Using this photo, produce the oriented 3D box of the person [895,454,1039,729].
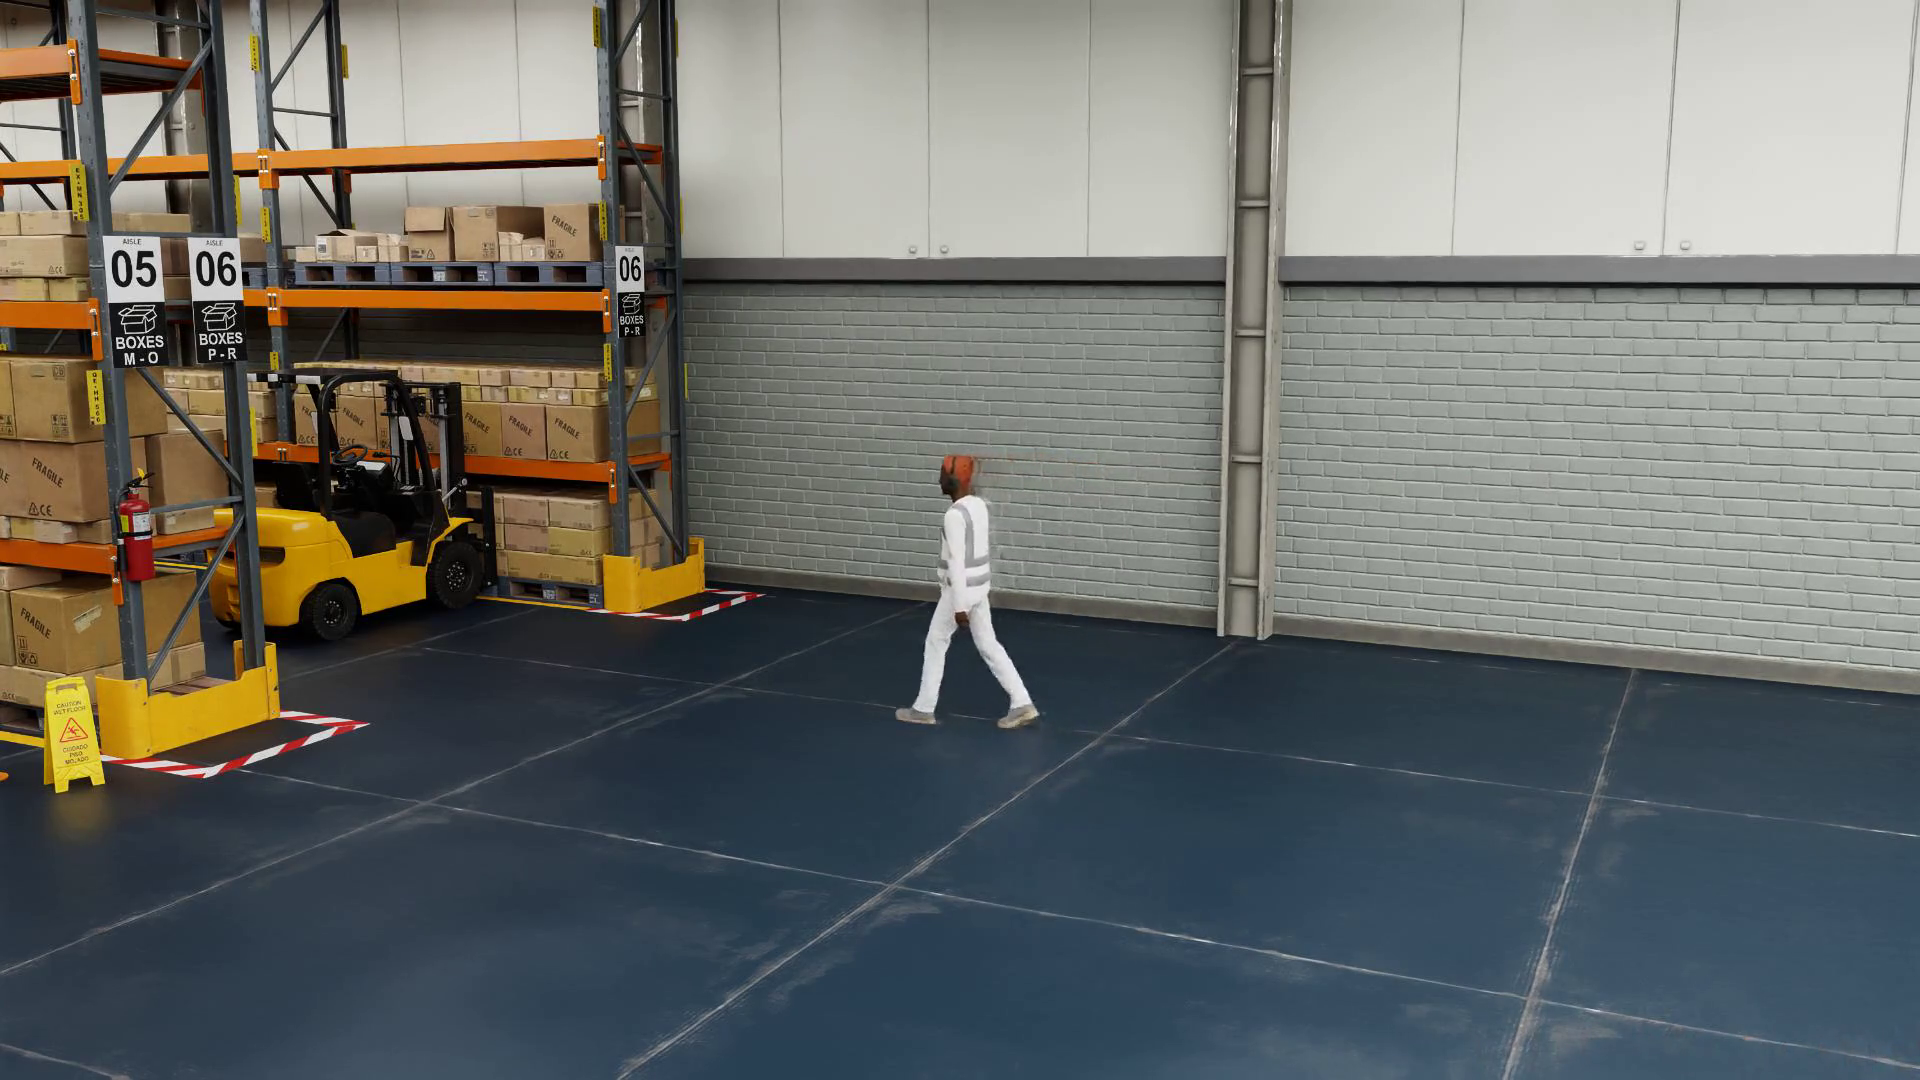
[{"bbox_3d":[0.071,0.346,10.950,0.971,1.843,0.580,4,10,25],"label":"person"}]
